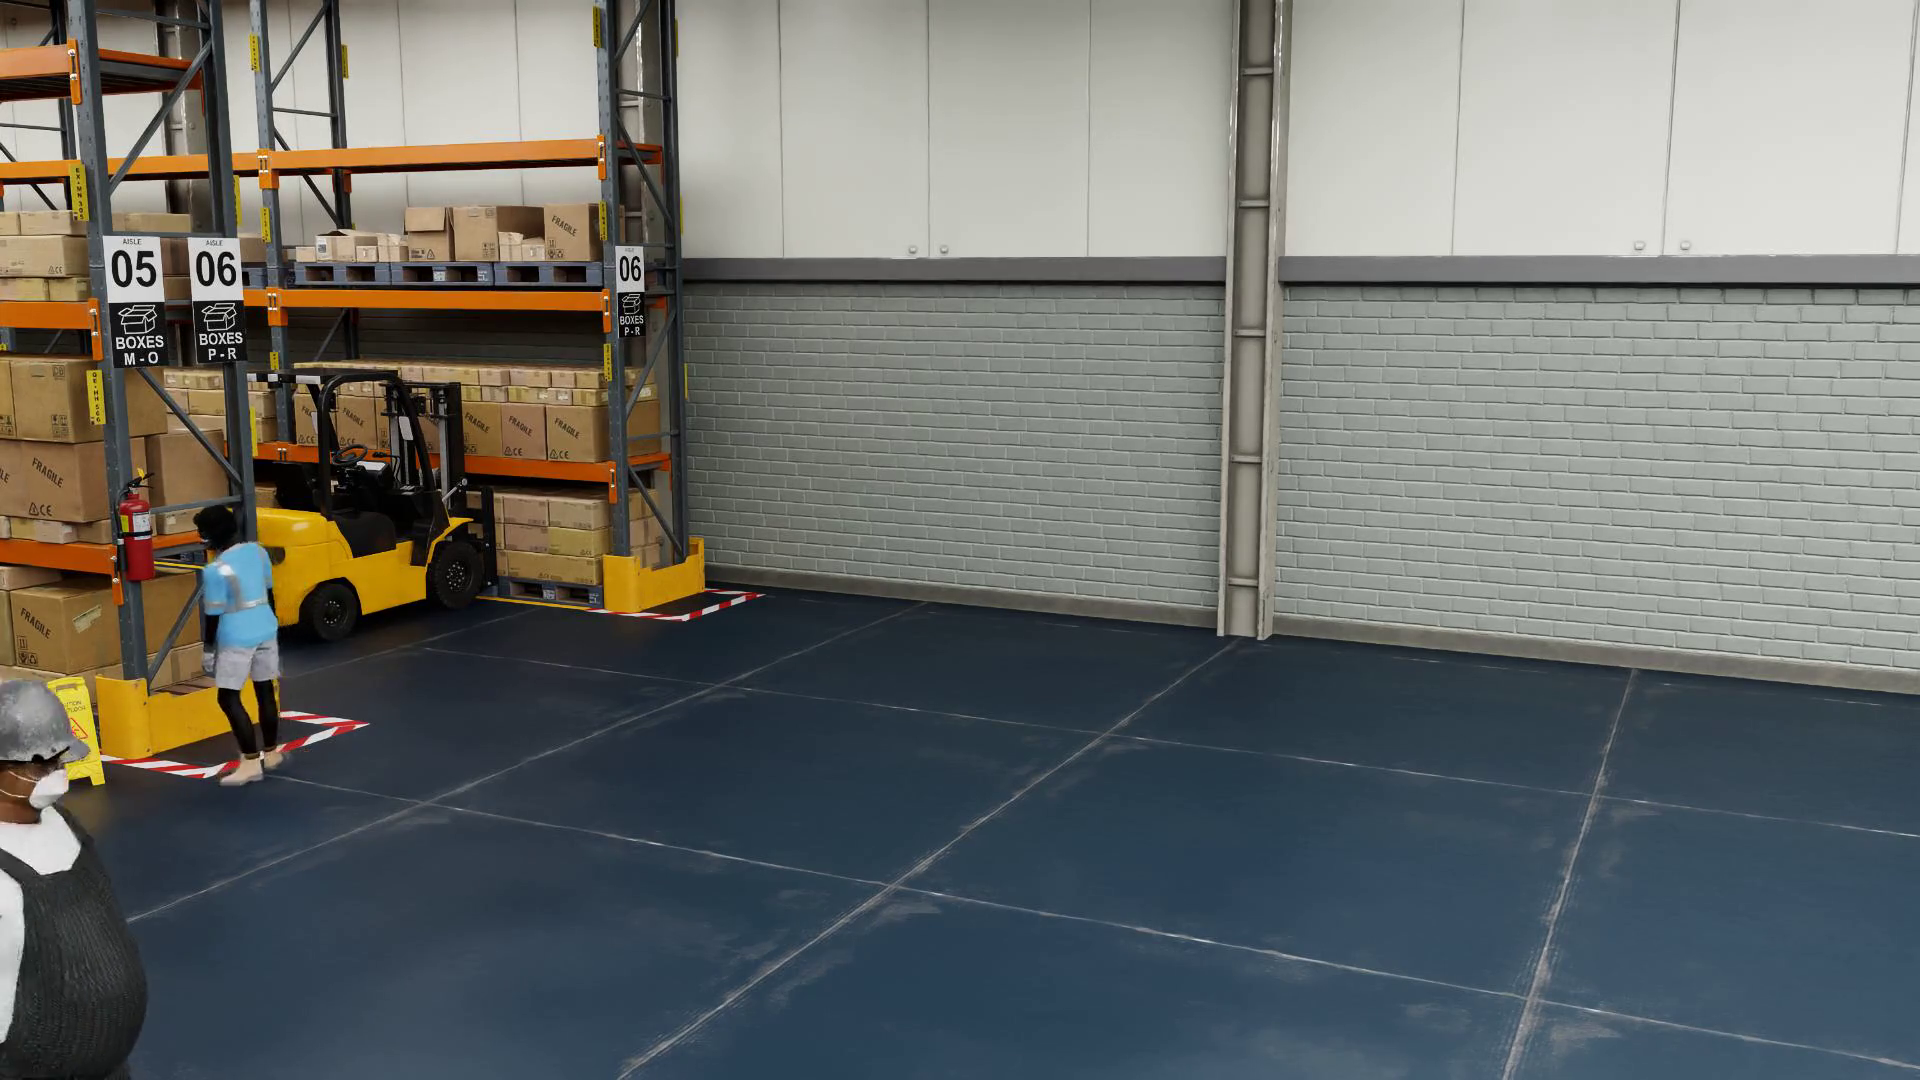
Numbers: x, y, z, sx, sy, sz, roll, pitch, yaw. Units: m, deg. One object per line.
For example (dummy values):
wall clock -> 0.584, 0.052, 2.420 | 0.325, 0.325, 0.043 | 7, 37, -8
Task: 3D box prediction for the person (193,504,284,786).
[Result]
person -> -4.259, 0.603, 9.905 | 0.316, 1.662, 0.622 | 3, 10, 16
